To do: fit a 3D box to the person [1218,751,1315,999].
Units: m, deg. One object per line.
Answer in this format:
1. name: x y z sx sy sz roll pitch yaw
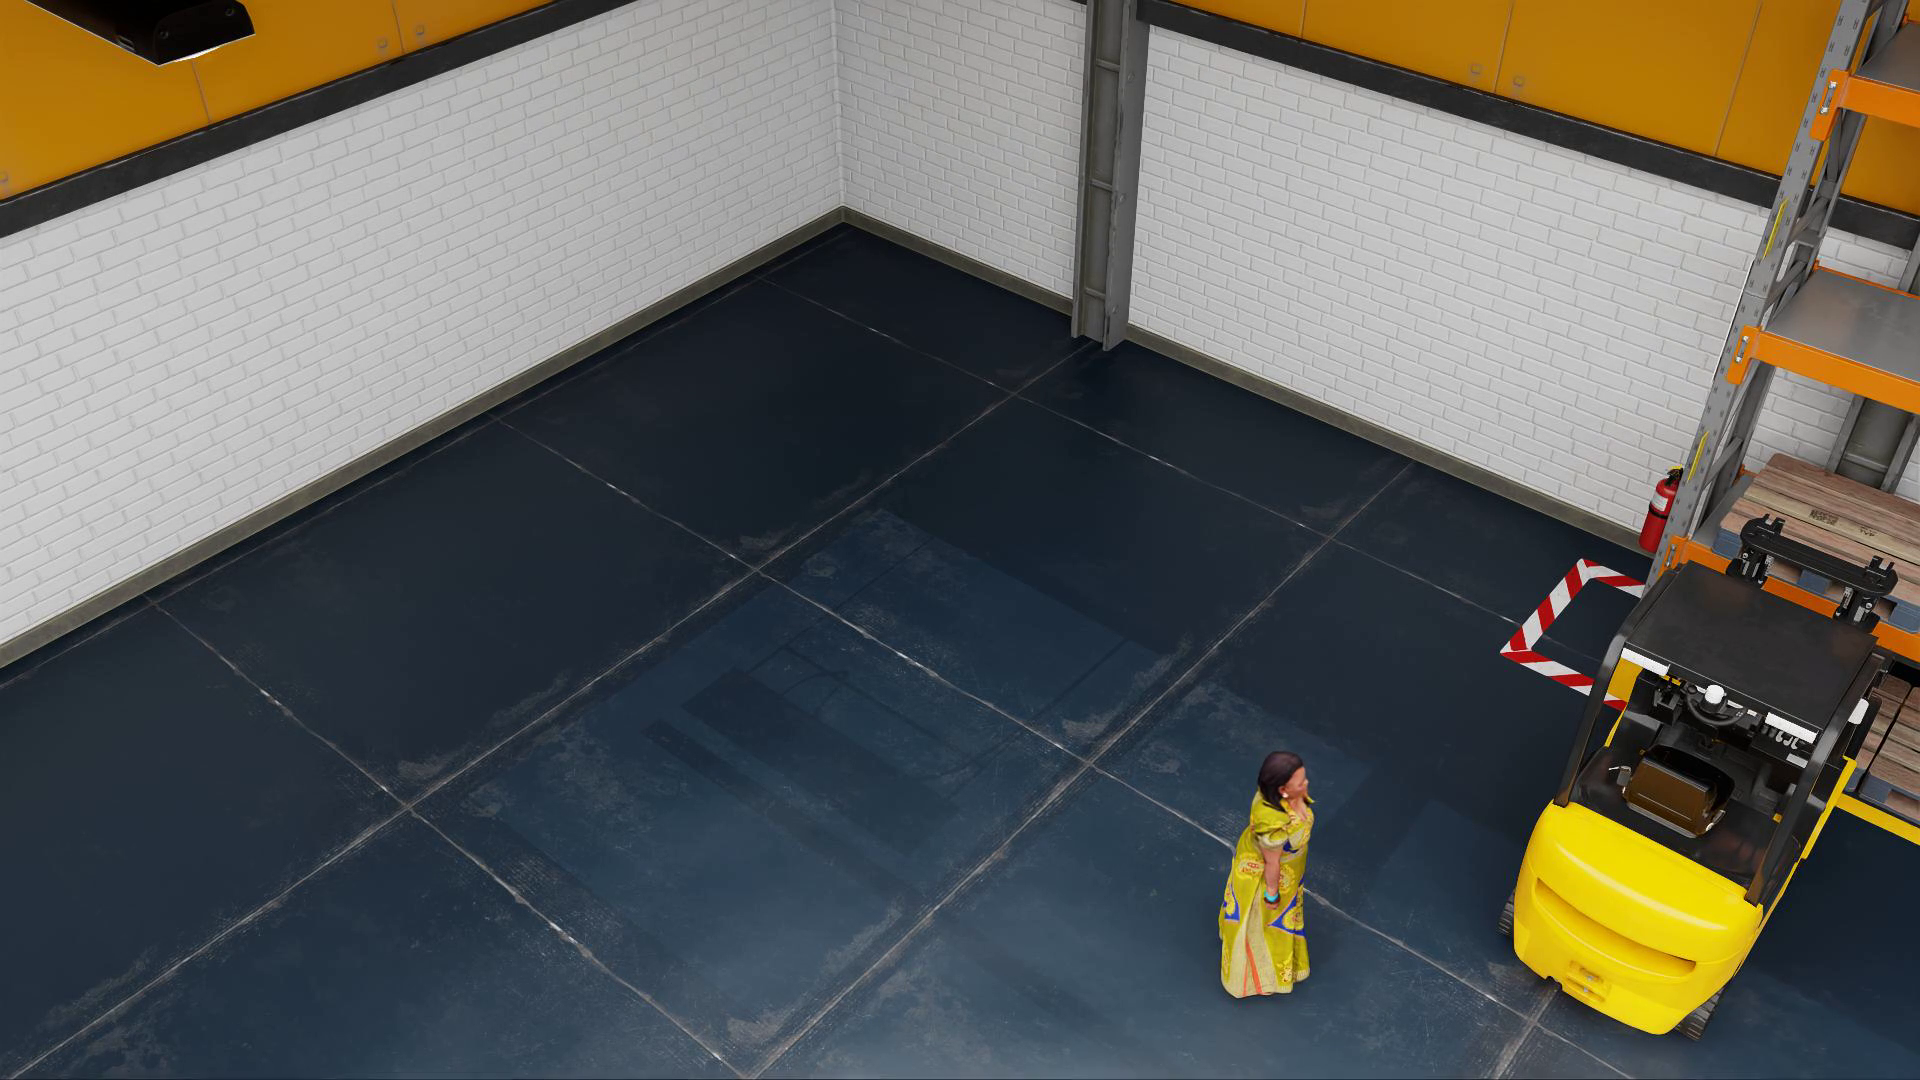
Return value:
1. person: 1.638 1.735 8.821 0.979 1.659 0.987 8 39 10
